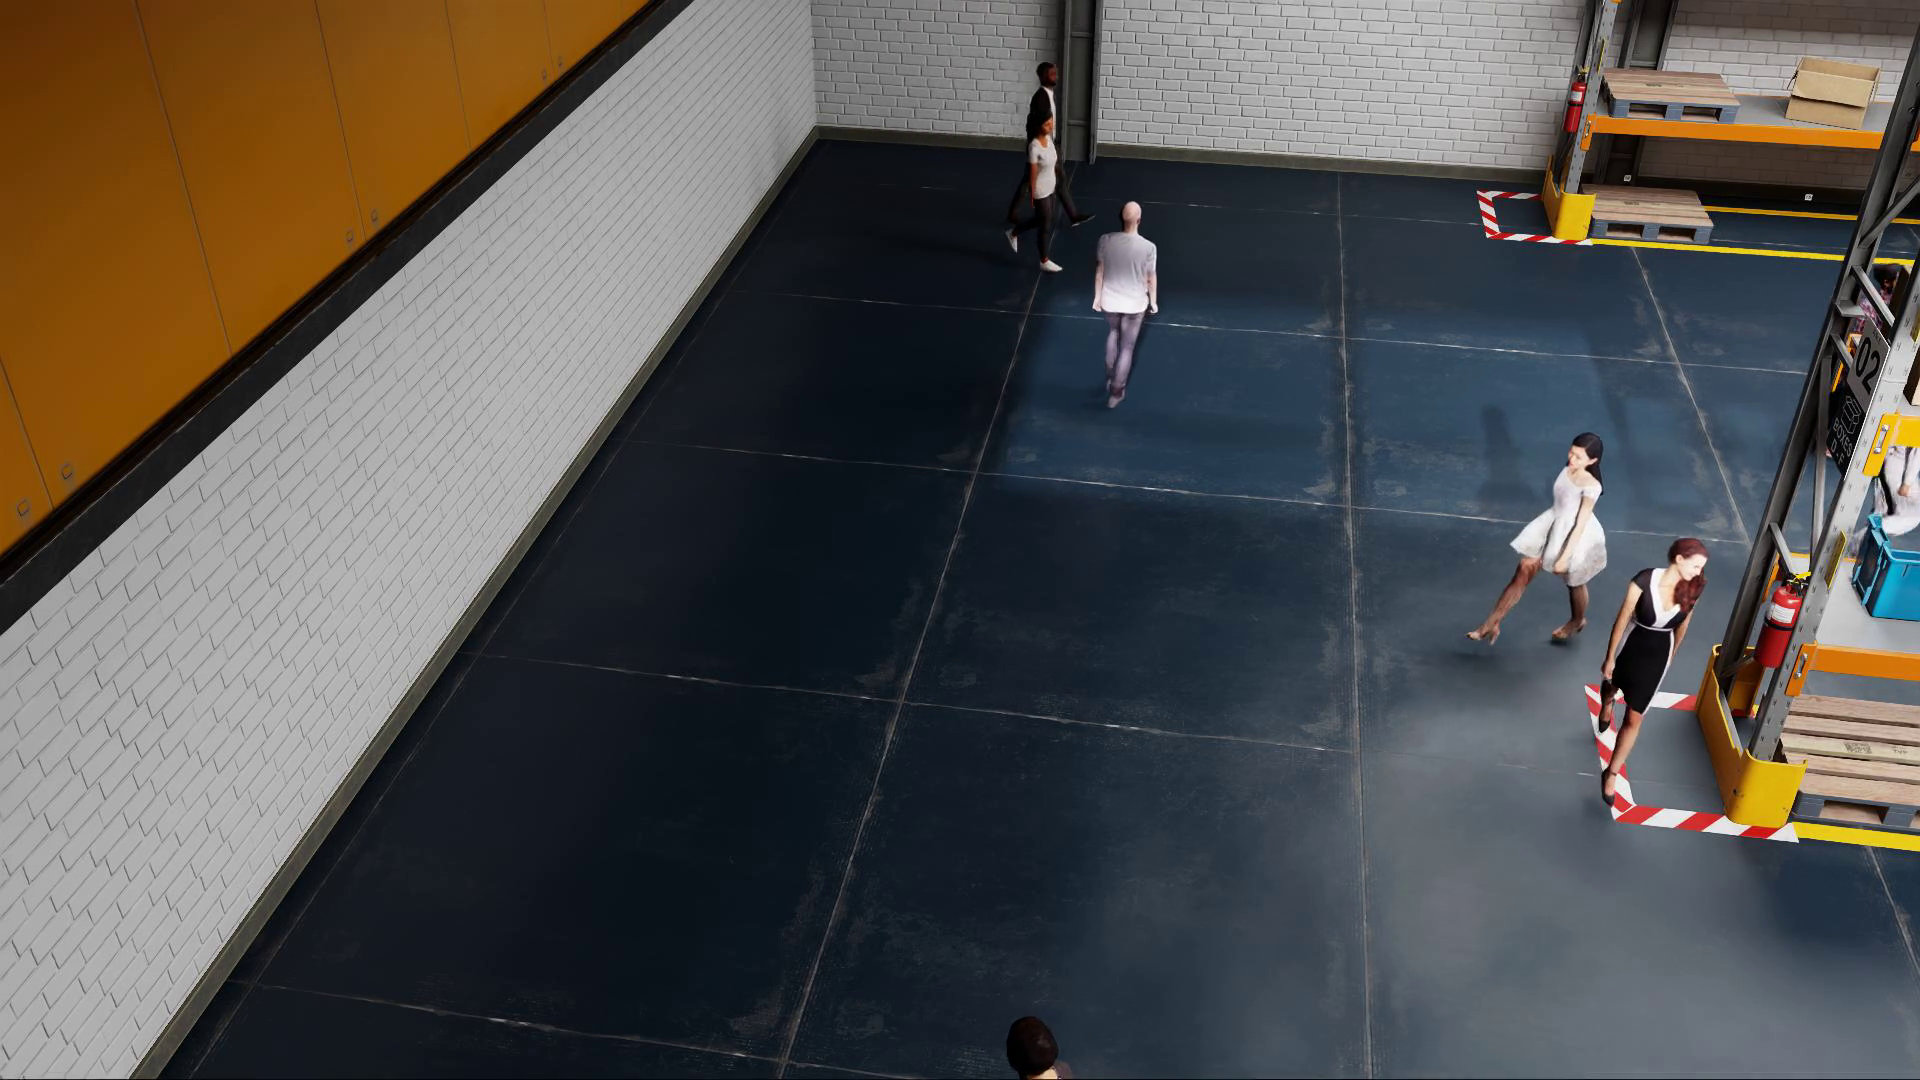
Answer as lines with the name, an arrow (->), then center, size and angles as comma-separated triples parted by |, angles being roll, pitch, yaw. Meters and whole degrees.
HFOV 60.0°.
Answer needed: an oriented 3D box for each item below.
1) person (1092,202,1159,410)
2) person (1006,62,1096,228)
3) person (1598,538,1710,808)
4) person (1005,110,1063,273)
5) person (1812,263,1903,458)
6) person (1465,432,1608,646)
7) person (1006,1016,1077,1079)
person -> 1.346, -1.943, 14.035 | 0.757, 1.812, 0.824 | 15, 37, 22
person -> 0.762, -4.031, 17.232 | 1.213, 1.749, 0.807 | 11, 35, 17
person -> 4.118, 0.682, 10.158 | 1.083, 1.732, 0.753 | 9, 35, 14
person -> 0.732, -3.461, 16.482 | 0.985, 1.630, 0.748 | 17, 37, 24
person -> 7.135, -1.421, 13.313 | 1.089, 1.741, 0.975 | 24, 40, 31
person -> 4.140, 0.045, 11.125 | 1.194, 1.722, 0.878 | -4, 34, -6
person -> 0.379, 2.736, 7.119 | 1.166, 1.674, 0.973 | 25, 41, 33
